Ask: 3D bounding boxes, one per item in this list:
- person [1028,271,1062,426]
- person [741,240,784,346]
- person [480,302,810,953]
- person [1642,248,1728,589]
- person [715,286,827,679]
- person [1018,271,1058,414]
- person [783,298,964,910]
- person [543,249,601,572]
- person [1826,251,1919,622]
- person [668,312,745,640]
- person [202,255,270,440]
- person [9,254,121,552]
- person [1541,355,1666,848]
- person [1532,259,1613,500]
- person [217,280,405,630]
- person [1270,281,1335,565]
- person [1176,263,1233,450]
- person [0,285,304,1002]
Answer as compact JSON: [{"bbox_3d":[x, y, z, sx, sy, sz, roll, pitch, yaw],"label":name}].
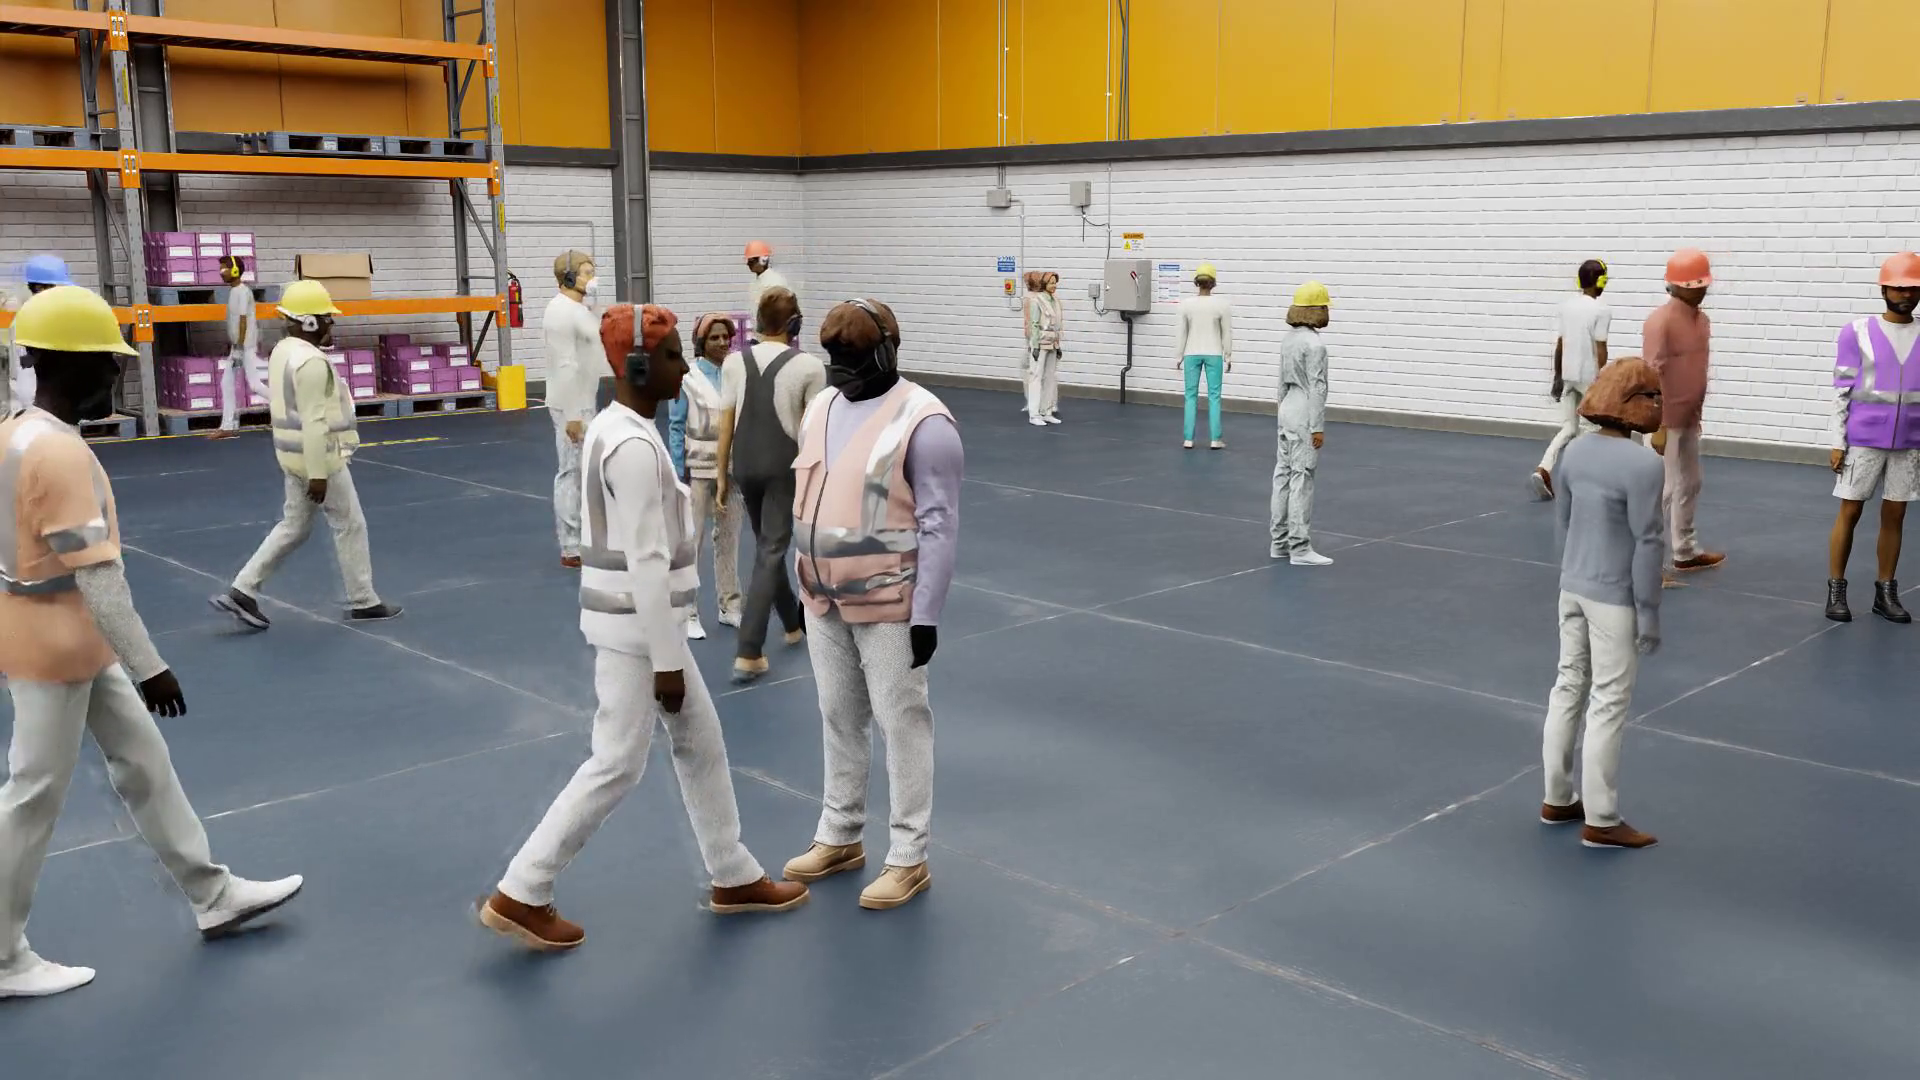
[{"bbox_3d":[0.916,-2.048,17.800,0.315,1.641,0.515,7,13,35],"label":"person"},{"bbox_3d":[-1.985,-2.056,16.961,0.449,1.971,0.633,-9,14,-41],"label":"person"},{"bbox_3d":[-0.933,0.249,4.734,0.939,1.847,0.589,-2,11,-12],"label":"person"},{"bbox_3d":[4.190,-0.705,9.643,0.851,1.956,0.390,-9,14,-41],"label":"person"},{"bbox_3d":[-0.865,-0.286,7.806,0.517,1.786,0.987,4,11,19],"label":"person"},{"bbox_3d":[0.889,-2.242,18.908,0.521,1.617,0.551,10,14,44],"label":"person"},{"bbox_3d":[-0.290,0.191,5.062,0.622,1.839,0.429,9,14,41],"label":"person"},{"bbox_3d":[-2.313,-0.779,10.071,0.372,1.940,0.631,-1,10,-5],"label":"person"},{"bbox_3d":[4.844,-0.527,8.697,0.543,1.939,0.360,2,11,8],"label":"person"},{"bbox_3d":[-1.243,-0.329,8.431,0.515,1.641,0.314,-8,13,-39],"label":"person"},{"bbox_3d":[-7.104,-1.927,16.619,0.896,1.842,0.523,-8,13,-37],"label":"person"},{"bbox_3d":[-5.759,-0.806,10.304,0.773,1.917,0.632,-3,11,-14],"label":"person"},{"bbox_3d":[2.159,0.201,5.556,0.276,1.632,0.503,-3,11,-14],"label":"person"},{"bbox_3d":[4.698,-1.206,12.653,0.697,1.847,0.548,-5,12,-26],"label":"person"},{"bbox_3d":[-3.373,-0.422,8.502,0.853,1.805,0.600,-8,13,-36],"label":"person"},{"bbox_3d":[2.135,-0.724,10.300,0.314,1.744,0.487,-3,11,-15],"label":"person"},{"bbox_3d":[2.317,-1.738,15.780,0.533,1.765,0.331,3,11,14],"label":"person"},{"bbox_3d":[-2.270,0.275,4.472,0.947,1.883,0.596,-6,12,-28],"label":"person"}]
